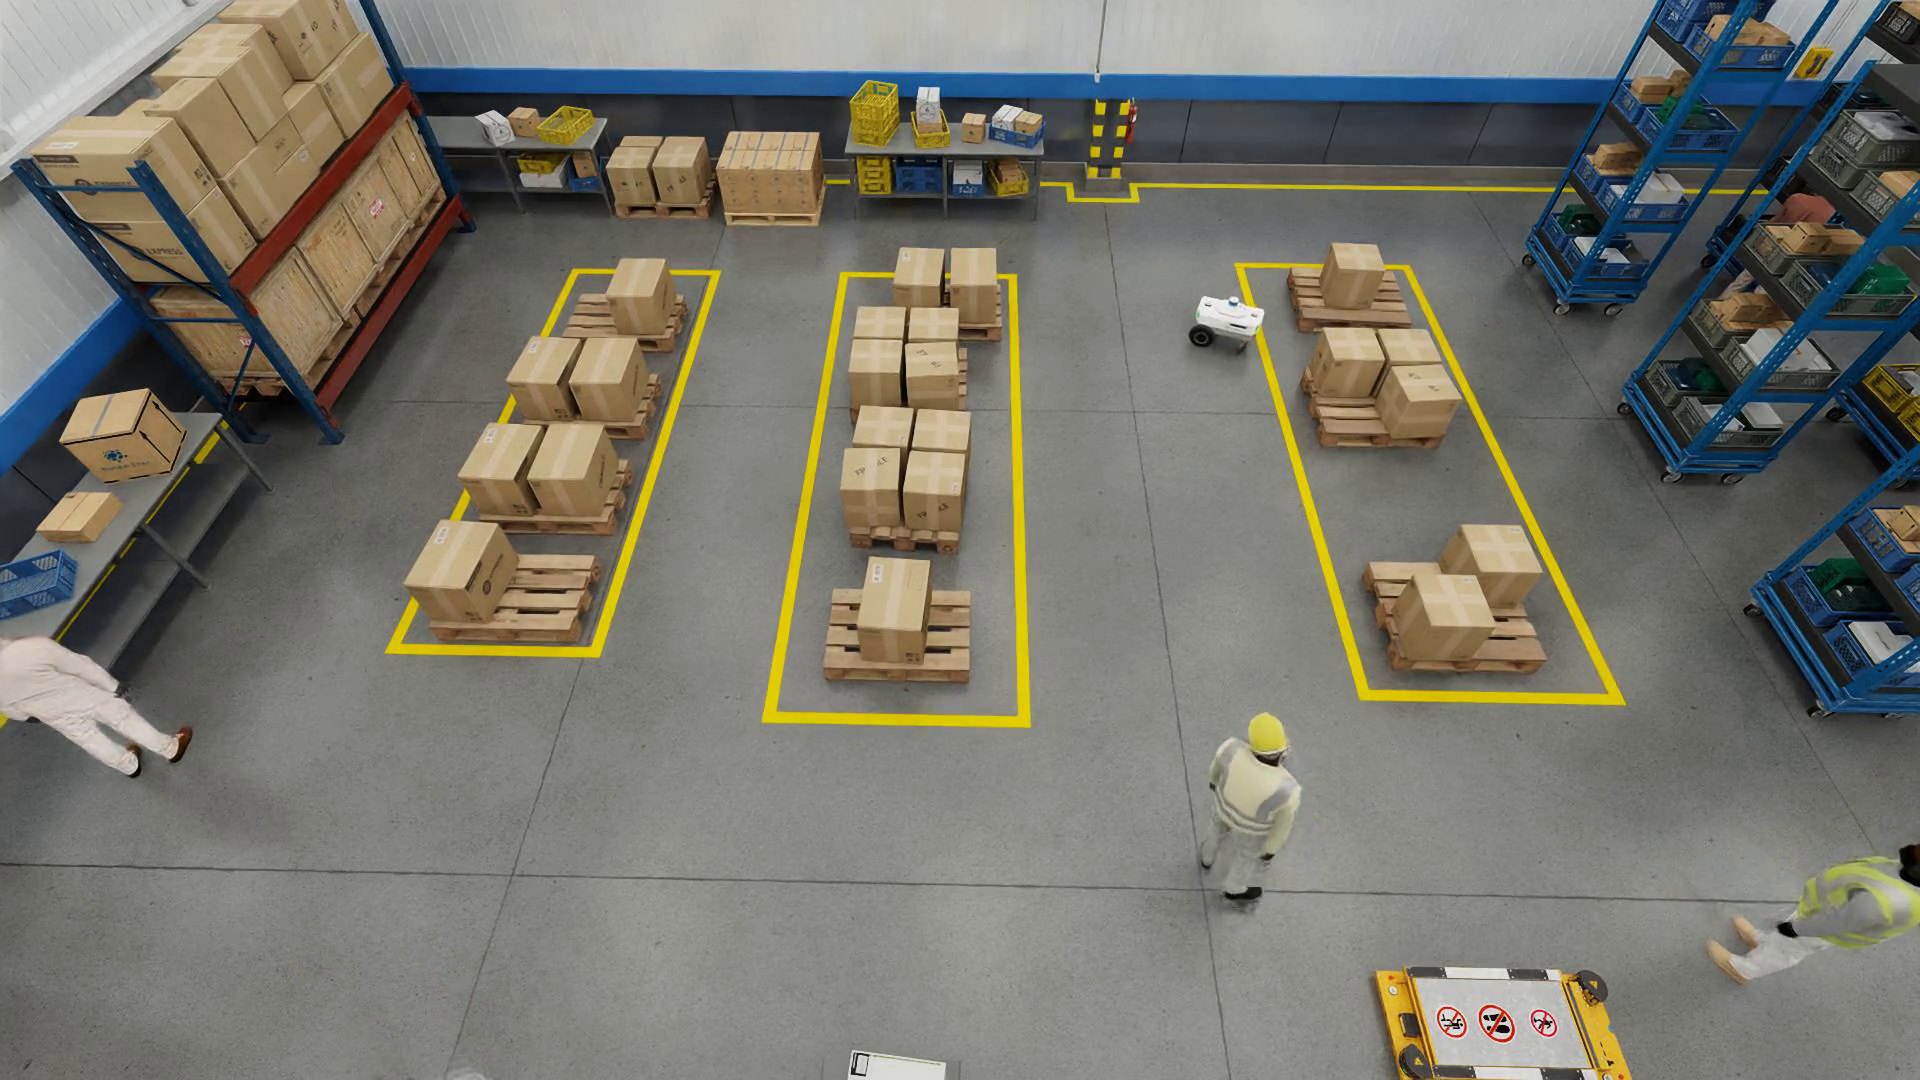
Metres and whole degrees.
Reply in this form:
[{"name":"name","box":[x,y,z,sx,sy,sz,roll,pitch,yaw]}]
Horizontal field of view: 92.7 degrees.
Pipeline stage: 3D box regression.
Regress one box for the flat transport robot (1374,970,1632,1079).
[{"name":"flat transport robot","box":[3.501,3.133,5.914,1.431,0.197,0.652,1,51,1]}]

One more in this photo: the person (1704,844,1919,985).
[{"name":"person","box":[5.346,2.282,5.603,0.632,1.840,0.429,-15,52,-12]}]

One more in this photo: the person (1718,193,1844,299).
[{"name":"person","box":[8.831,-3.043,9.857,0.411,1.980,0.629,-20,54,-15]}]

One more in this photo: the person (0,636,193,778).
[{"name":"person","box":[-6.368,1.096,6.528,0.652,1.906,0.402,-19,53,-15]}]

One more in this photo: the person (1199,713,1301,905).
[{"name":"person","box":[1.902,1.790,6.041,0.446,1.782,0.714,-34,59,-25]}]

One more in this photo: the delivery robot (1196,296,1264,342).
[{"name":"delivery robot","box":[3.018,-2.495,10.262,0.707,0.478,0.477,17,53,13]}]
